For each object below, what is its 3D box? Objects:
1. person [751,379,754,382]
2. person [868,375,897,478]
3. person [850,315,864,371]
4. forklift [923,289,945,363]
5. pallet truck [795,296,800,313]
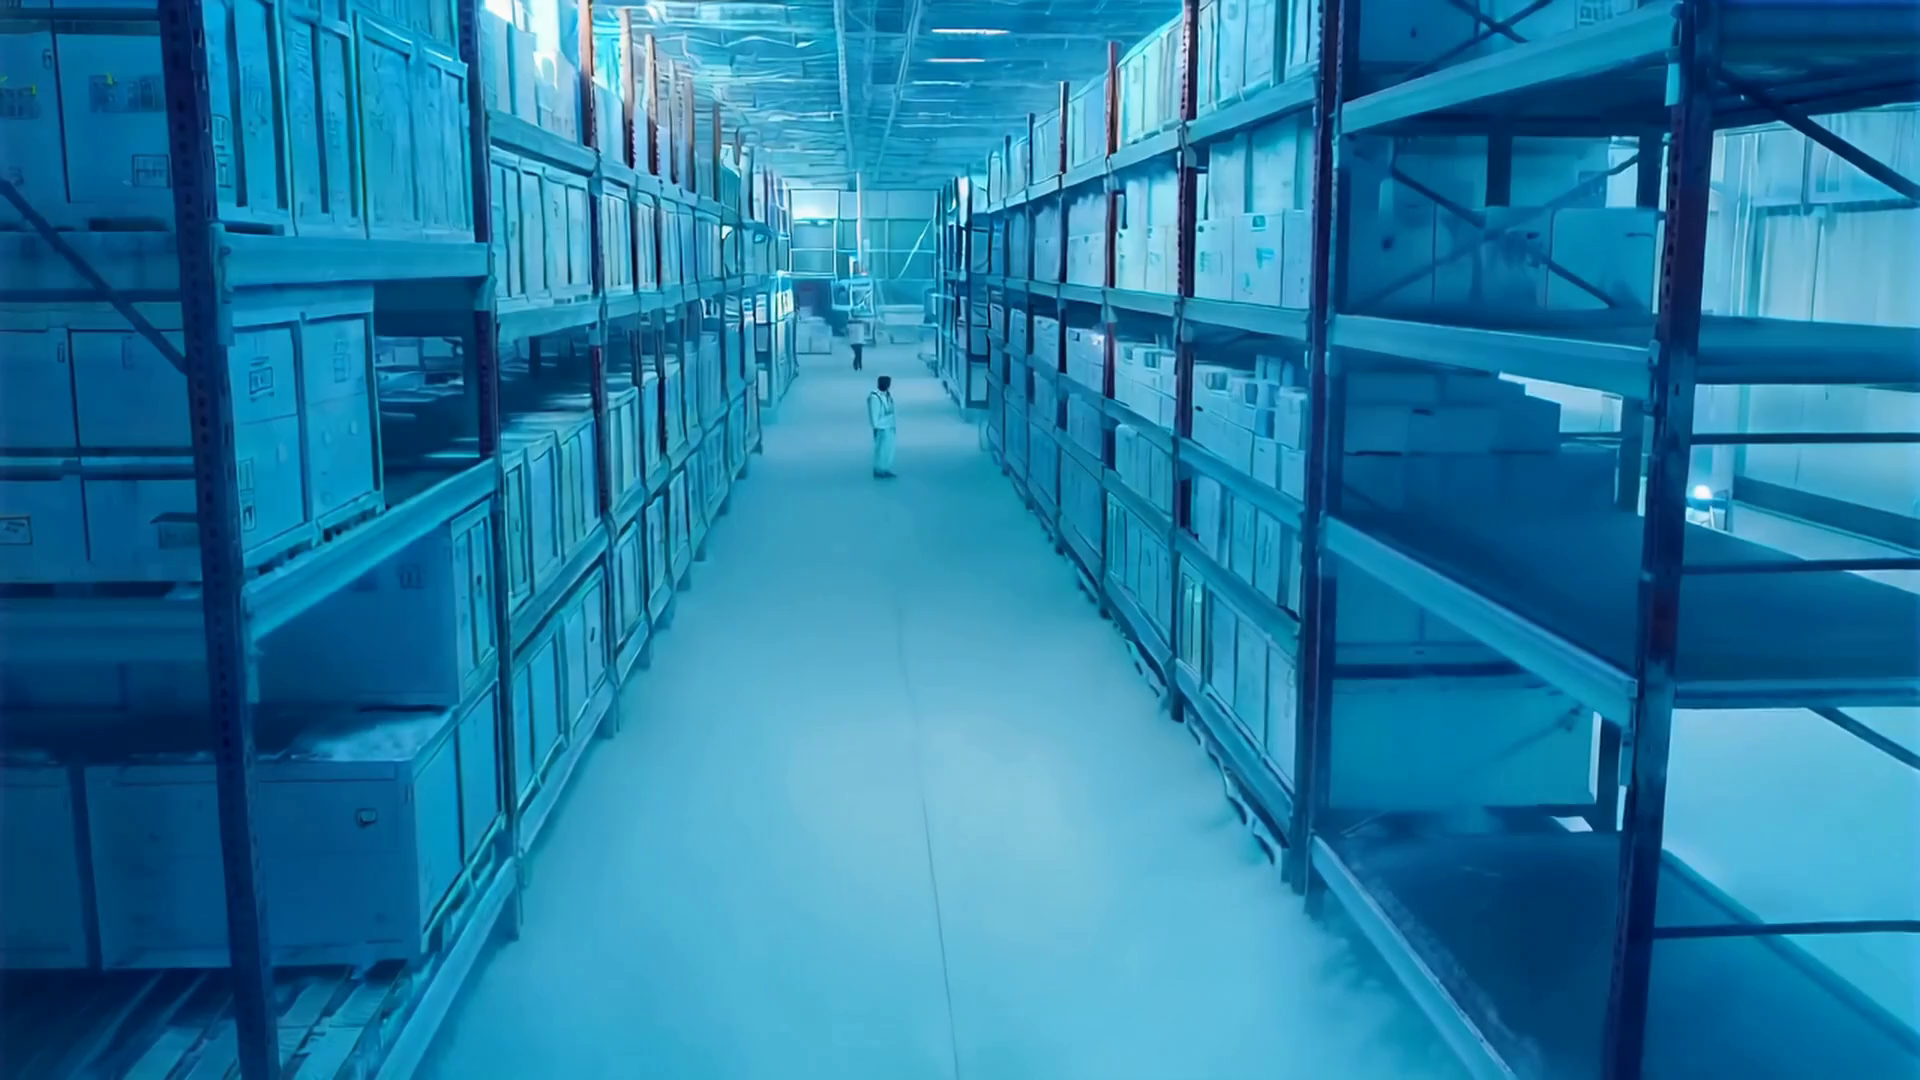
[{"bbox_3d":[-4.796,-3.311,37.990,0.467,1.619,0.506,0,10,-2],"label":"person"},{"bbox_3d":[-1.361,-2.024,29.684,0.430,1.837,0.626,7,12,37],"label":"person"},{"bbox_3d":[-3.660,-6.992,58.926,0.580,1.979,0.632,9,13,44],"label":"person"},{"bbox_3d":[-0.823,-8.158,63.202,1.129,2.768,1.873,-1,10,-3],"label":"forklift"},{"bbox_3d":[-8.622,-12.439,91.403,1.885,1.965,0.823,2,10,13],"label":"pallet truck"}]
